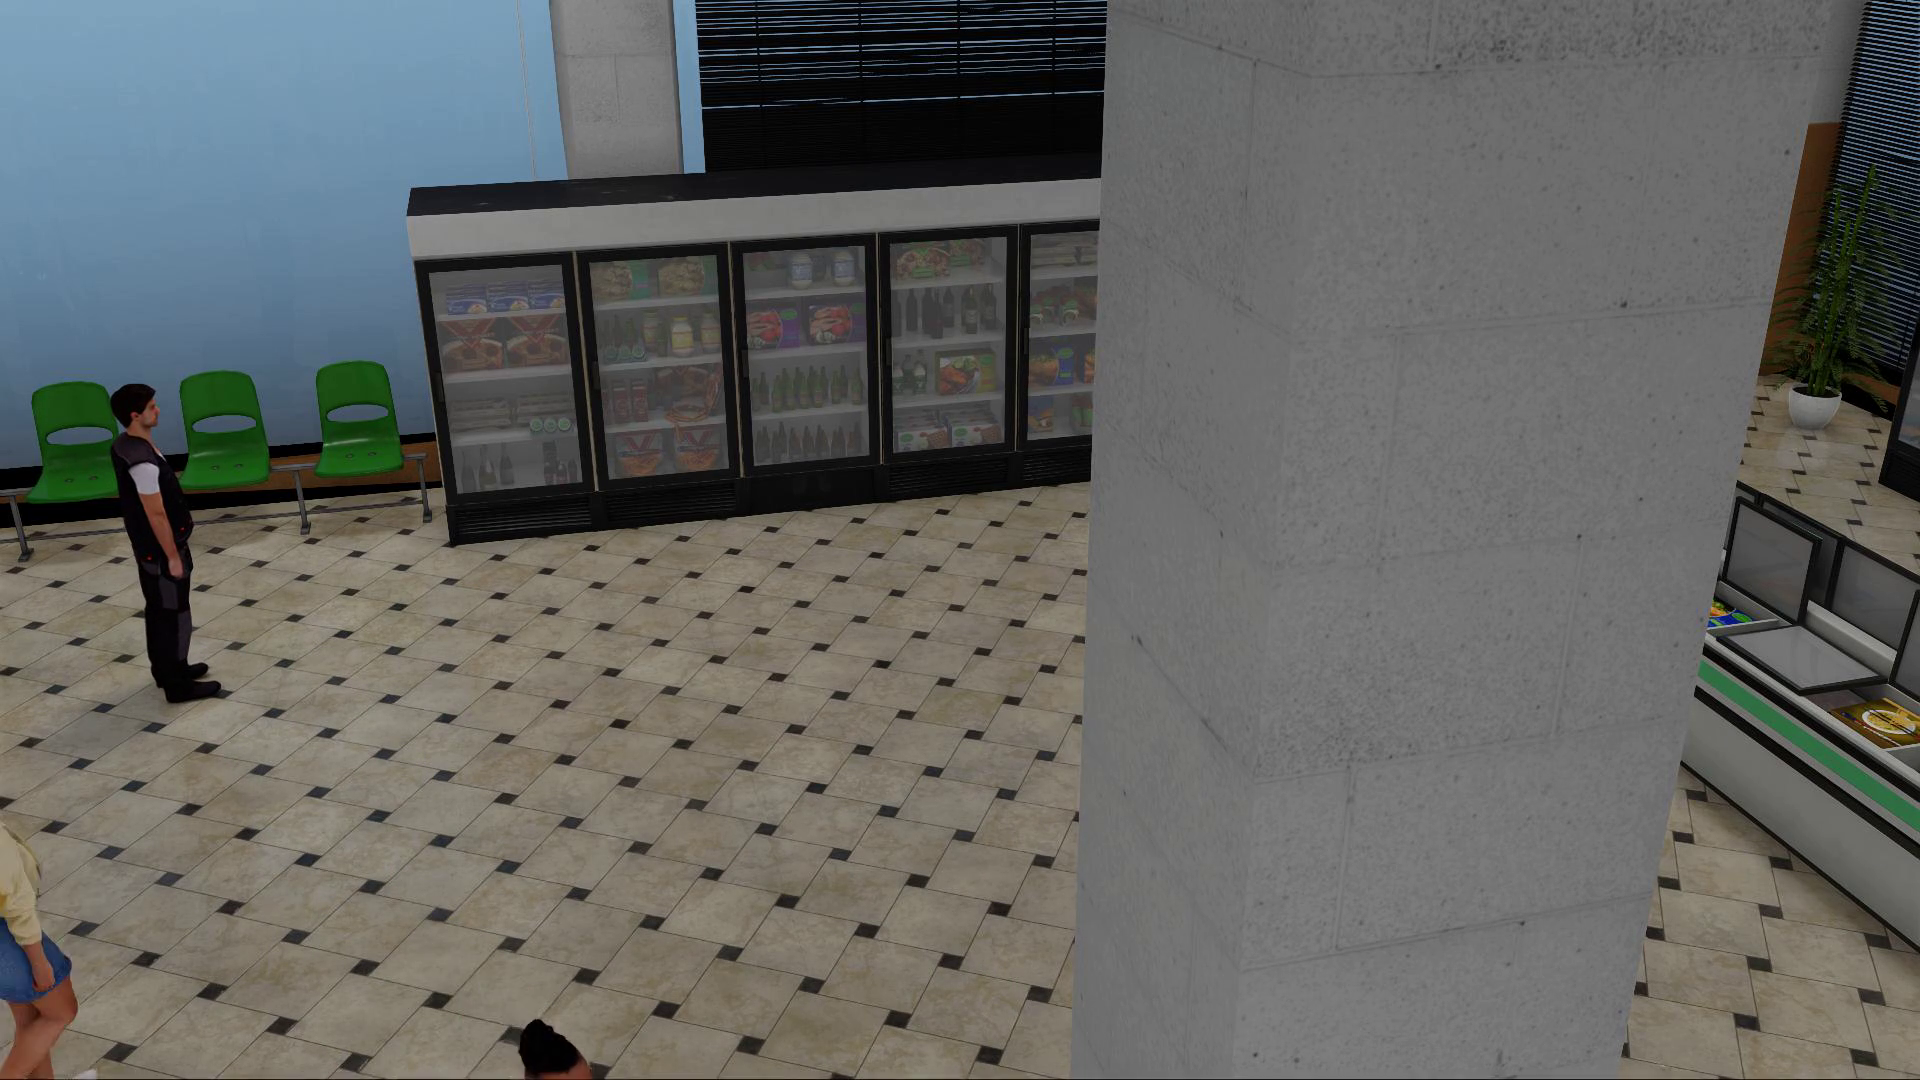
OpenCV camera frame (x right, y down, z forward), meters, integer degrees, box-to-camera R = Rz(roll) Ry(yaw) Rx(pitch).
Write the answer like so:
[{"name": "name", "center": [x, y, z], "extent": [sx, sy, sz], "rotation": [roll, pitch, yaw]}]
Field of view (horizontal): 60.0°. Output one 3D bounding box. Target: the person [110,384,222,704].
[{"name": "person", "center": [-4.480, 0.018, 9.259], "extent": [0.791, 1.846, 0.654], "rotation": [-17, 29, -33]}]

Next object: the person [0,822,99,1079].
[{"name": "person", "center": [-3.567, 1.525, 6.094], "extent": [0.861, 1.621, 0.922], "rotation": [13, 27, 27]}]
